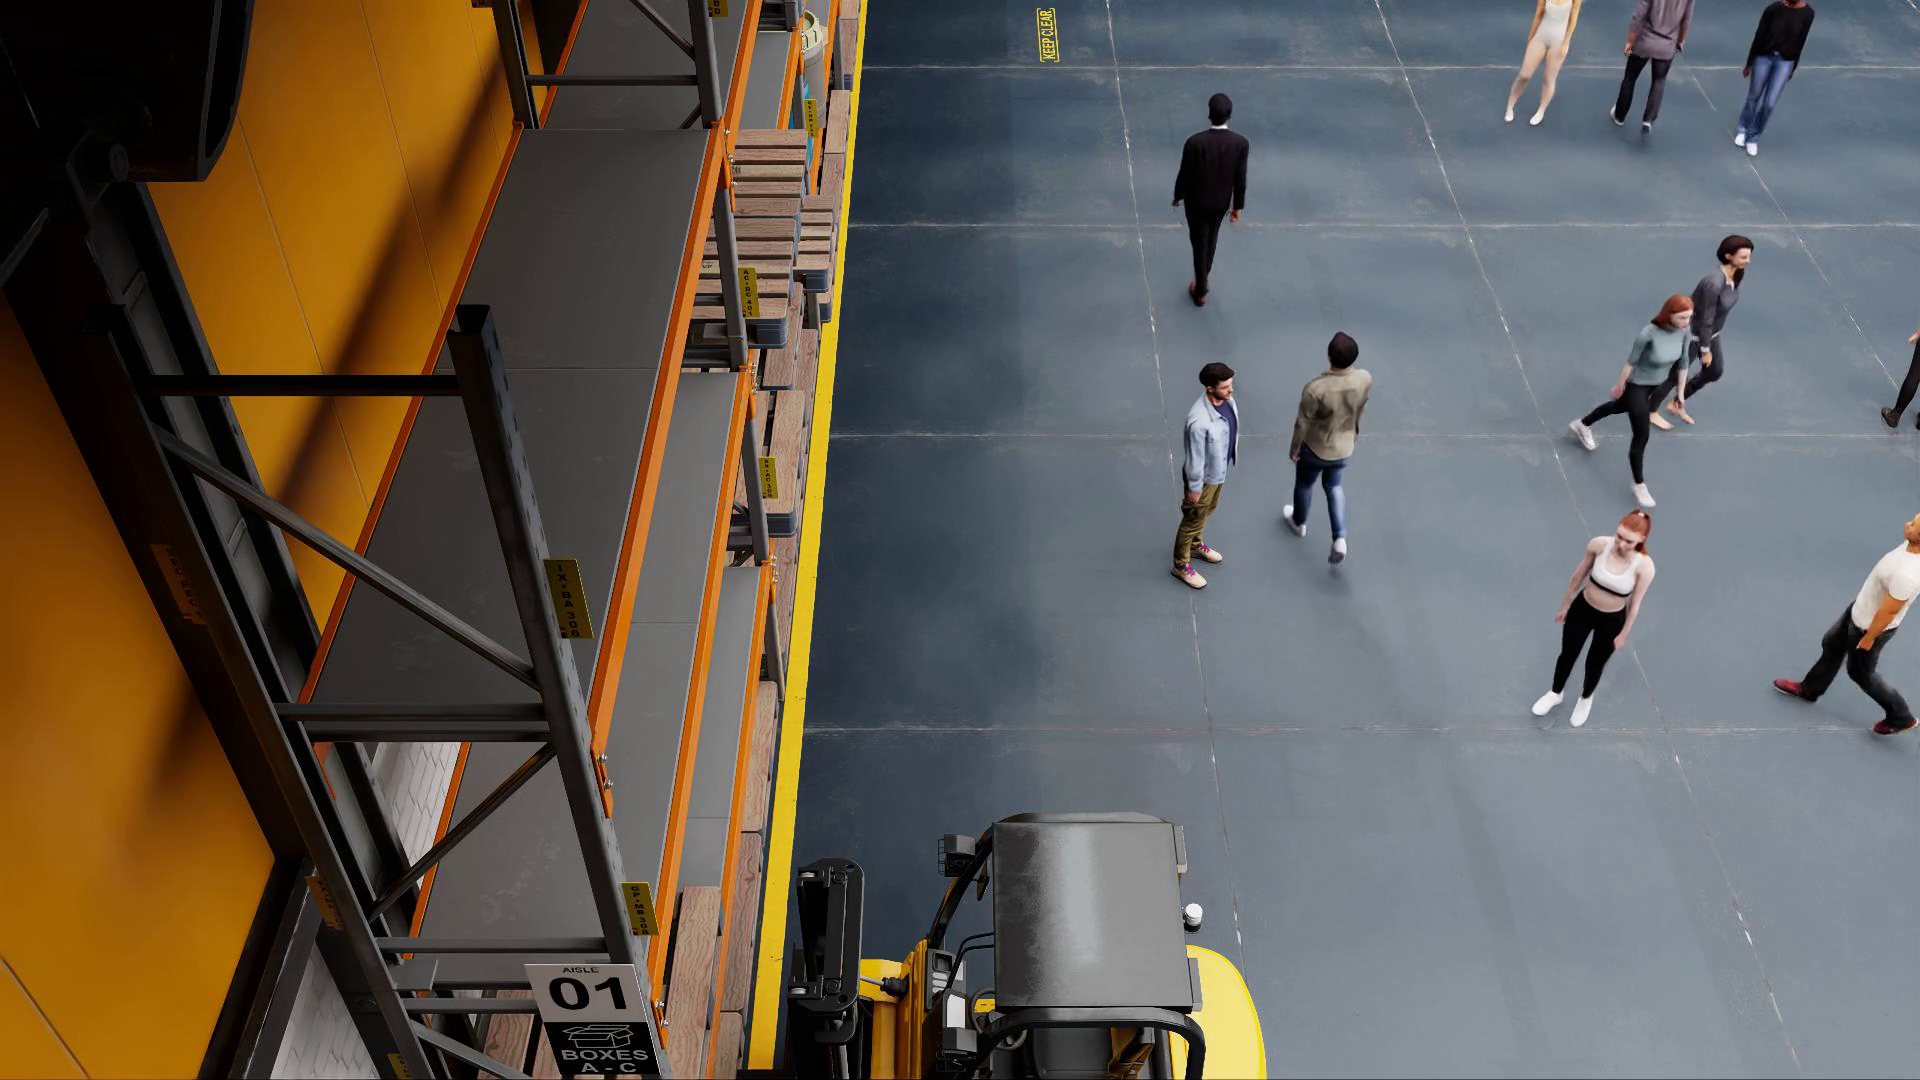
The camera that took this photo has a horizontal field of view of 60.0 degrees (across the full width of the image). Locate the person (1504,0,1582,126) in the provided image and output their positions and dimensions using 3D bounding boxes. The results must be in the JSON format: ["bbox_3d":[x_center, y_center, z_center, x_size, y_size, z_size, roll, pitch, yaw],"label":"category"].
[{"bbox_3d":[5.762,-4.849,16.144,0.679,1.639,0.698,19,47,19],"label":"person"}]

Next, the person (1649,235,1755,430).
[{"bbox_3d":[5.533,-1.596,12.647,0.761,1.753,0.821,-34,53,-30],"label":"person"}]

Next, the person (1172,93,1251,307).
[{"bbox_3d":[2.079,-2.766,13.795,0.772,1.862,0.871,-7,44,-7],"label":"person"}]

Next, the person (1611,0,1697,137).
[{"bbox_3d":[6.651,-4.715,15.858,0.808,1.838,0.950,7,44,7],"label":"person"}]

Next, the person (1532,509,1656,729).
[{"bbox_3d":[4.028,0.472,10.483,0.703,1.742,0.757,32,52,29],"label":"person"}]

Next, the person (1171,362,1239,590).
[{"bbox_3d":[1.681,-0.476,11.427,0.821,1.811,0.693,22,48,21],"label":"person"}]

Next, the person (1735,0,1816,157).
[{"bbox_3d":[7.702,-4.558,15.769,0.738,1.734,0.818,15,46,15],"label":"person"}]

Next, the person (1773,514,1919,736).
[{"bbox_3d":[5.817,0.531,10.394,1.061,1.780,1.125,22,48,22],"label":"person"}]

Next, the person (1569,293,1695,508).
[{"bbox_3d":[4.964,-1.152,12.219,0.899,1.699,1.264,-15,46,-16],"label":"person"}]

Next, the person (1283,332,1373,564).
[{"bbox_3d":[2.583,-0.612,11.541,0.864,1.852,1.088,-11,45,-11],"label":"person"}]
